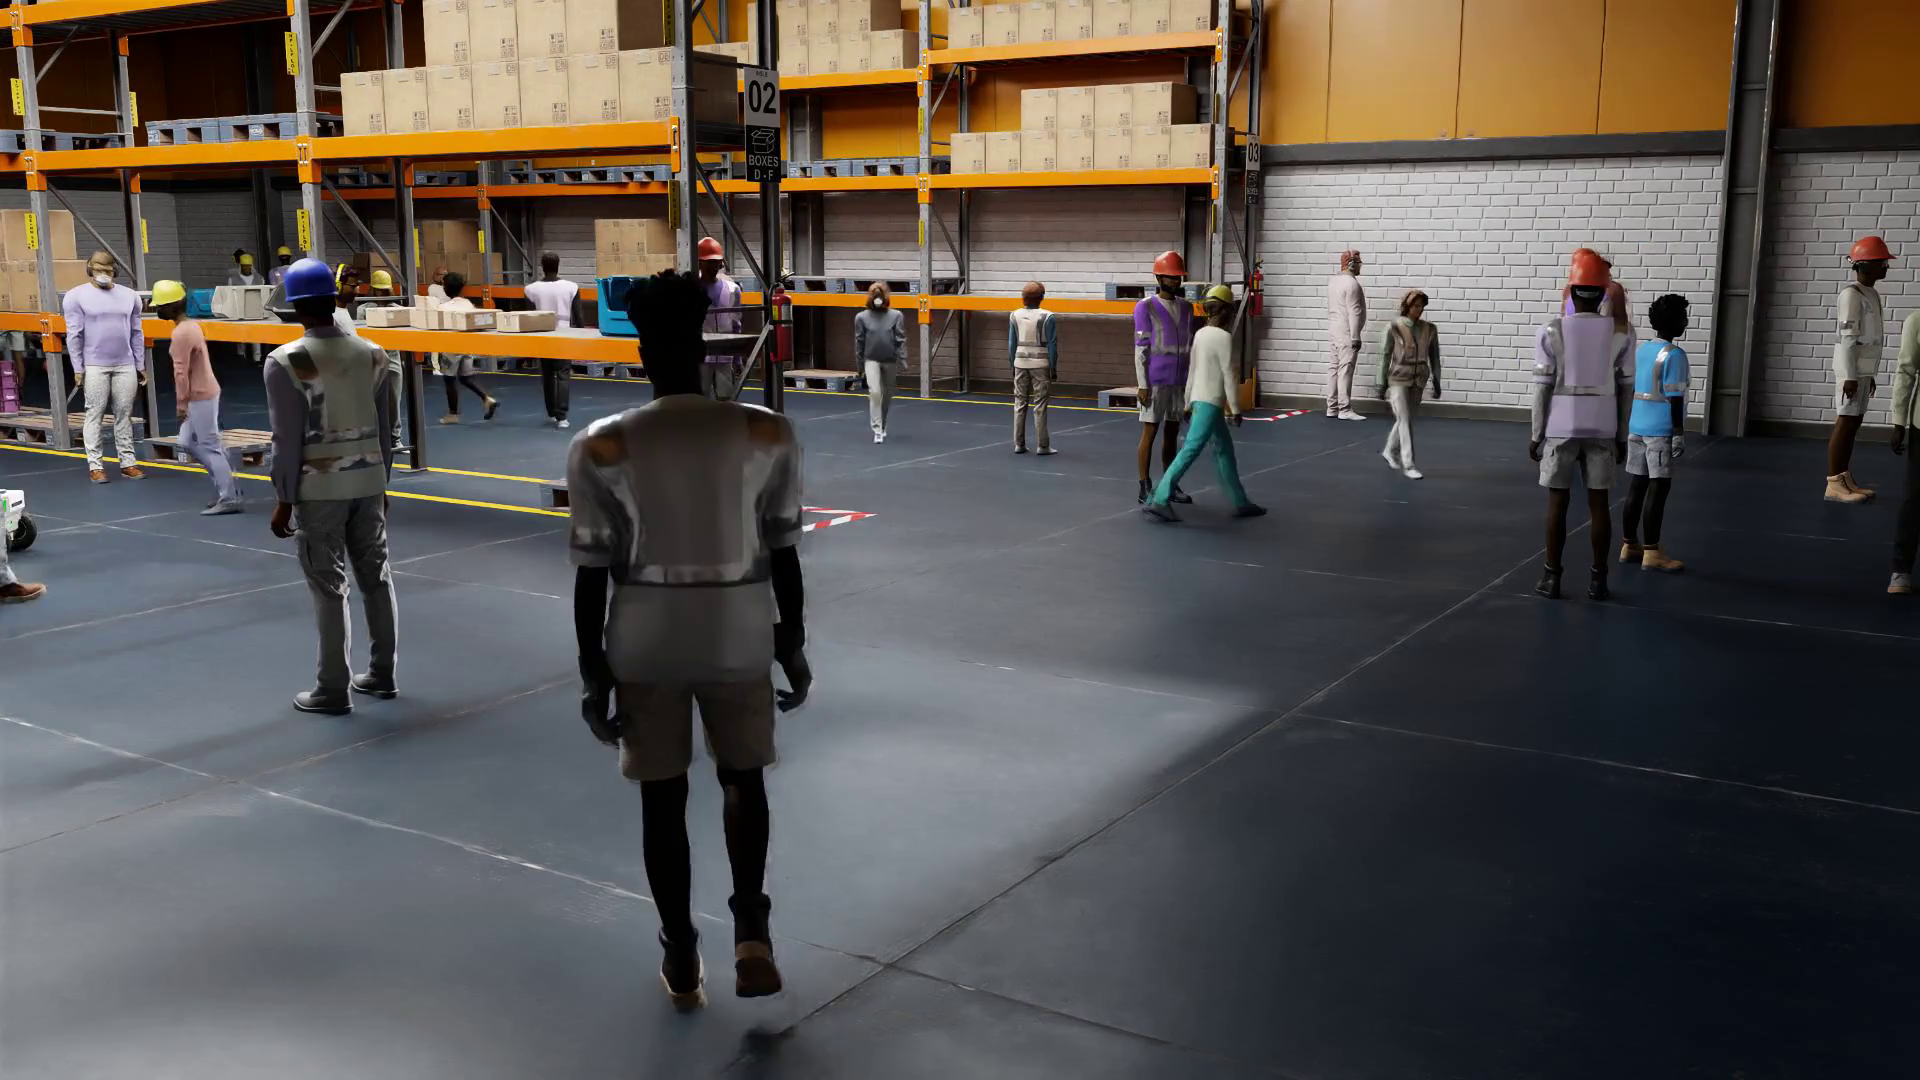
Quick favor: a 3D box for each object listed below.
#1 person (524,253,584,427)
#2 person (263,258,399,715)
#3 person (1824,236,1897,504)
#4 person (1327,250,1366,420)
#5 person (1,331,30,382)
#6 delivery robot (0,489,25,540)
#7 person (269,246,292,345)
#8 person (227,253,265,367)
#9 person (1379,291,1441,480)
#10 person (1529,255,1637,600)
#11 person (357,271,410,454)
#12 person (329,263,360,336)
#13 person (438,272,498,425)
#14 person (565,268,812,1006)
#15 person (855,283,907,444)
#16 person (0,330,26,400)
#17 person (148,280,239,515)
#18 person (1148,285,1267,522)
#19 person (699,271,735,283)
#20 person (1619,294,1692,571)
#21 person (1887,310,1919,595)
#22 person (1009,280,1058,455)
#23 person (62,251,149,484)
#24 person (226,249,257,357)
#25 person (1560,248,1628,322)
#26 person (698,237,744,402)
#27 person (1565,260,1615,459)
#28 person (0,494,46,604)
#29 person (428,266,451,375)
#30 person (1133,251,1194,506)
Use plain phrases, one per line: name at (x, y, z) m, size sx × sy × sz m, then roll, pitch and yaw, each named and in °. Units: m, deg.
person at (-4.431, -2.193, 18.251) m, size 0.610 × 1.874 × 0.989 m, roll -2°, pitch 10°, yaw -8°
person at (-2.694, -0.223, 7.133) m, size 0.402 × 1.944 × 0.605 m, roll 6°, pitch 12°, yaw 29°
person at (6.968, -1.312, 12.880) m, size 0.365 × 2.048 × 0.608 m, roll 9°, pitch 13°, yaw 40°
person at (4.378, -2.307, 18.785) m, size 0.402 × 1.911 × 0.639 m, roll -2°, pitch 10°, yaw -10°
person at (-13.465, -2.997, 23.493) m, size 0.557 × 1.573 × 0.845 m, roll -7°, pitch 12°, yaw -32°
delivery robot at (-6.359, -0.191, 10.549) m, size 0.707 × 0.478 × 0.477 m, roll -2°, pitch 10°, yaw -9°
person at (-10.859, -3.778, 26.903) m, size 0.584 × 1.919 × 0.382 m, roll -8°, pitch 13°, yaw -38°
person at (-11.354, -3.662, 26.544) m, size 0.604 × 1.811 × 0.493 m, roll -8°, pitch 13°, yaw -38°
person at (3.870, -1.363, 14.417) m, size 0.528 × 1.597 × 0.860 m, roll -3°, pitch 11°, yaw -15°
person at (3.487, -0.624, 9.376) m, size 0.547 × 1.938 × 0.379 m, roll 2°, pitch 10°, yaw 12°
person at (-5.402, -1.648, 15.605) m, size 0.483 × 1.737 × 0.312 m, roll -9°, pitch 14°, yaw -42°
person at (-4.347, -1.023, 11.791) m, size 0.329 × 1.865 × 0.508 m, roll -2°, pitch 10°, yaw -11°
person at (-5.442, -2.084, 18.183) m, size 0.603 × 1.679 × 0.535 m, roll 4°, pitch 11°, yaw 19°
person at (-0.679, 0.288, 4.274) m, size 0.637 × 1.951 × 0.498 m, roll -3°, pitch 11°, yaw -15°
person at (-0.815, -1.805, 16.836) m, size 0.501 × 1.604 × 0.777 m, roll -2°, pitch 10°, yaw -12°
person at (-12.197, -2.739, 21.184) m, size 0.801 × 1.910 × 0.559 m, roll 9°, pitch 14°, yaw 42°
person at (-5.587, -1.026, 12.158) m, size 0.516 × 1.735 × 0.524 m, roll -4°, pitch 11°, yaw -19°
person at (1.786, -0.984, 12.030) m, size 0.941 × 1.703 × 0.536 m, roll -2°, pitch 10°, yaw -9°
person at (-3.033, -2.559, 20.217) m, size 0.647 × 1.901 × 0.402 m, roll -5°, pitch 11°, yaw -25°
person at (4.307, -0.662, 10.253) m, size 0.316 × 1.695 × 0.542 m, roll -1°, pitch 10°, yaw -6°
person at (5.614, -0.658, 9.409) m, size 0.621 × 1.990 × 0.391 m, roll 4°, pitch 11°, yaw 19°
person at (0.691, -1.619, 15.700) m, size 0.515 × 1.645 × 0.309 m, roll 7°, pitch 12°, yaw 33°
person at (-7.138, -1.449, 13.961) m, size 0.379 × 1.933 × 0.629 m, roll 9°, pitch 14°, yaw 41°
person at (-12.337, -4.068, 28.641) m, size 0.521 × 1.874 × 0.328 m, roll -5°, pitch 12°, yaw -27°
person at (6.318, -1.943, 16.651) m, size 0.647 × 1.946 × 0.515 m, roll 8°, pitch 13°, yaw 38°
person at (-2.133, -1.562, 14.278) m, size 0.615 × 2.042 × 0.372 m, roll -6°, pitch 12°, yaw -30°
person at (5.711, -1.622, 15.165) m, size 0.372 × 1.840 × 0.570 m, roll -4°, pitch 11°, yaw -20°
person at (-5.488, -0.544, 9.137) m, size 0.614 × 1.851 × 0.793 m, roll 9°, pitch 13°, yaw 40°
person at (-7.785, -3.289, 25.006) m, size 0.277 × 1.629 × 0.497 m, roll 5°, pitch 11°, yaw 26°
person at (1.581, -1.227, 12.717) m, size 0.545 × 1.938 × 0.361 m, roll -7°, pitch 12°, yaw -33°
